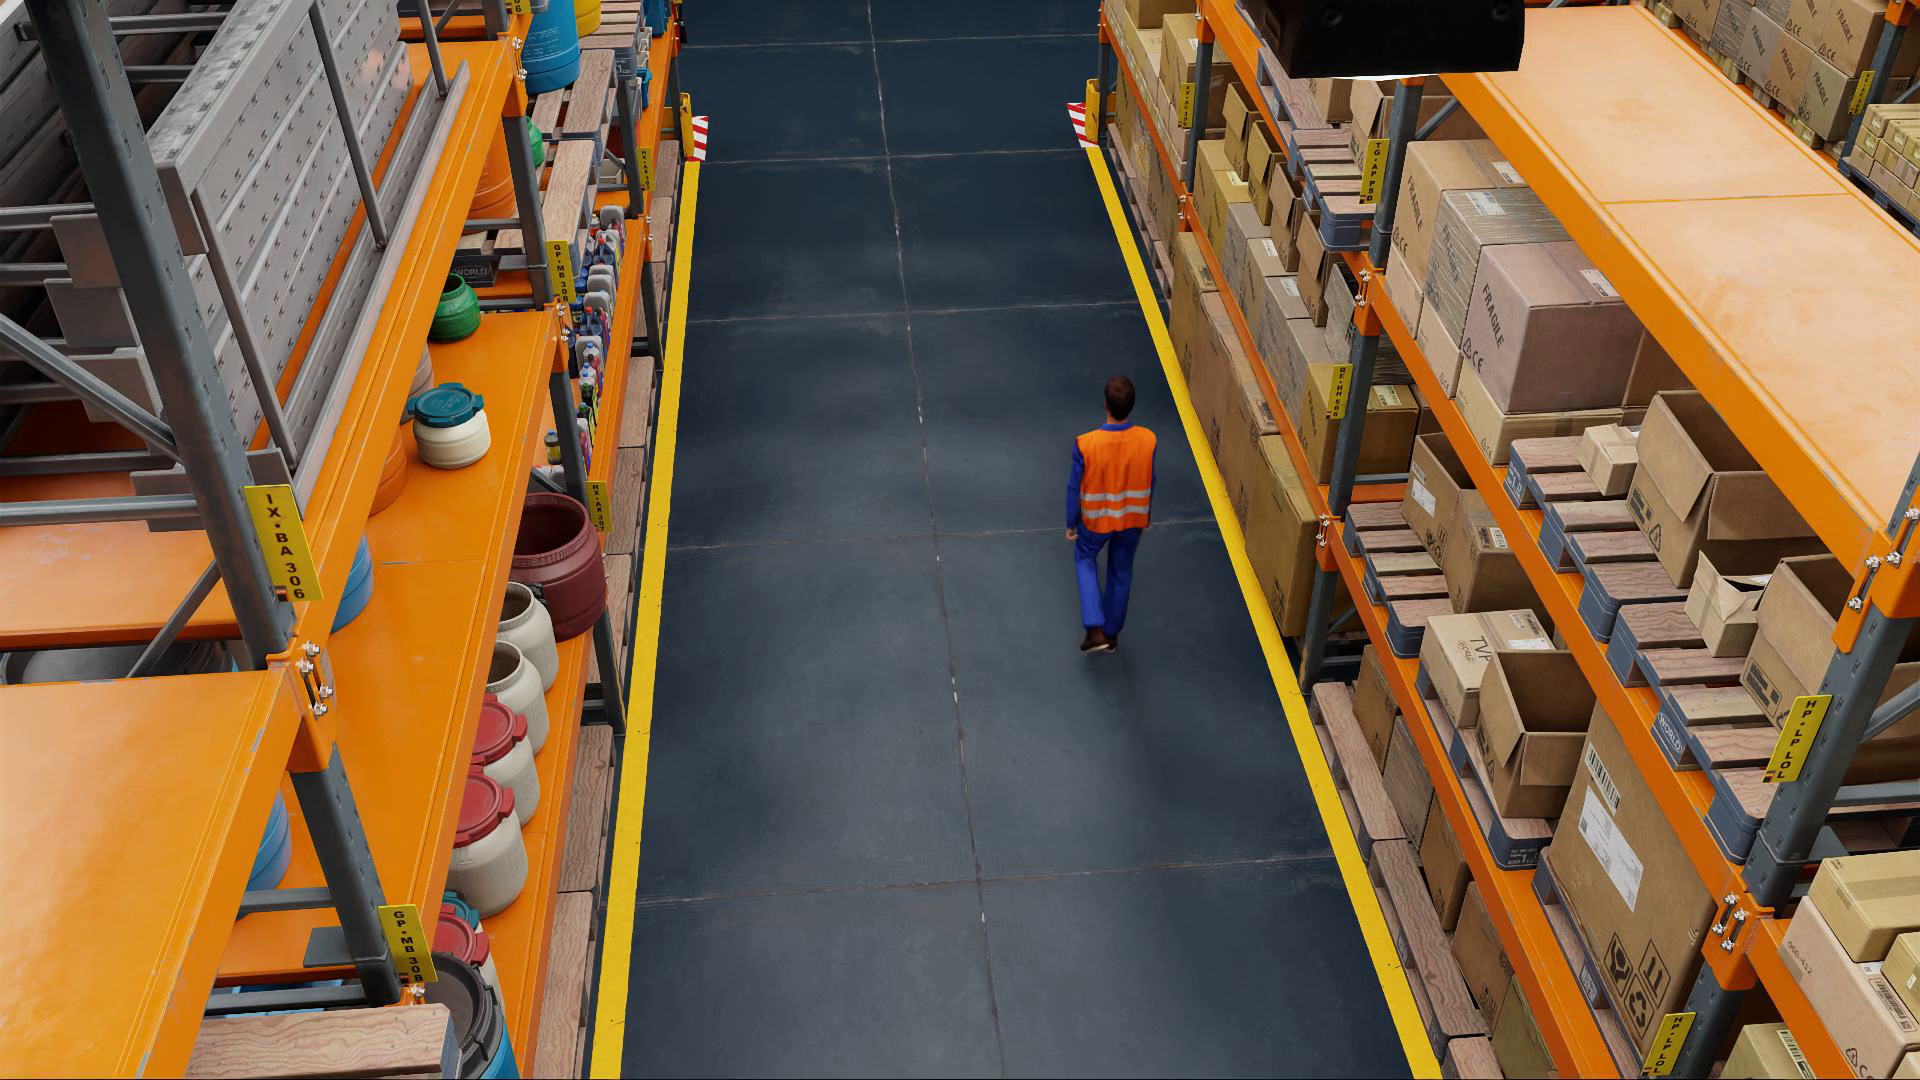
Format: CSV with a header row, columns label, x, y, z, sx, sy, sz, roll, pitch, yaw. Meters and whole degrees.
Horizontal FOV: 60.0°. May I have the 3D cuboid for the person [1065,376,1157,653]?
label,x,y,z,sx,sy,sz,roll,pitch,yaw
person,0.892,-0.056,9.562,0.674,1.849,0.773,-4,37,-5
